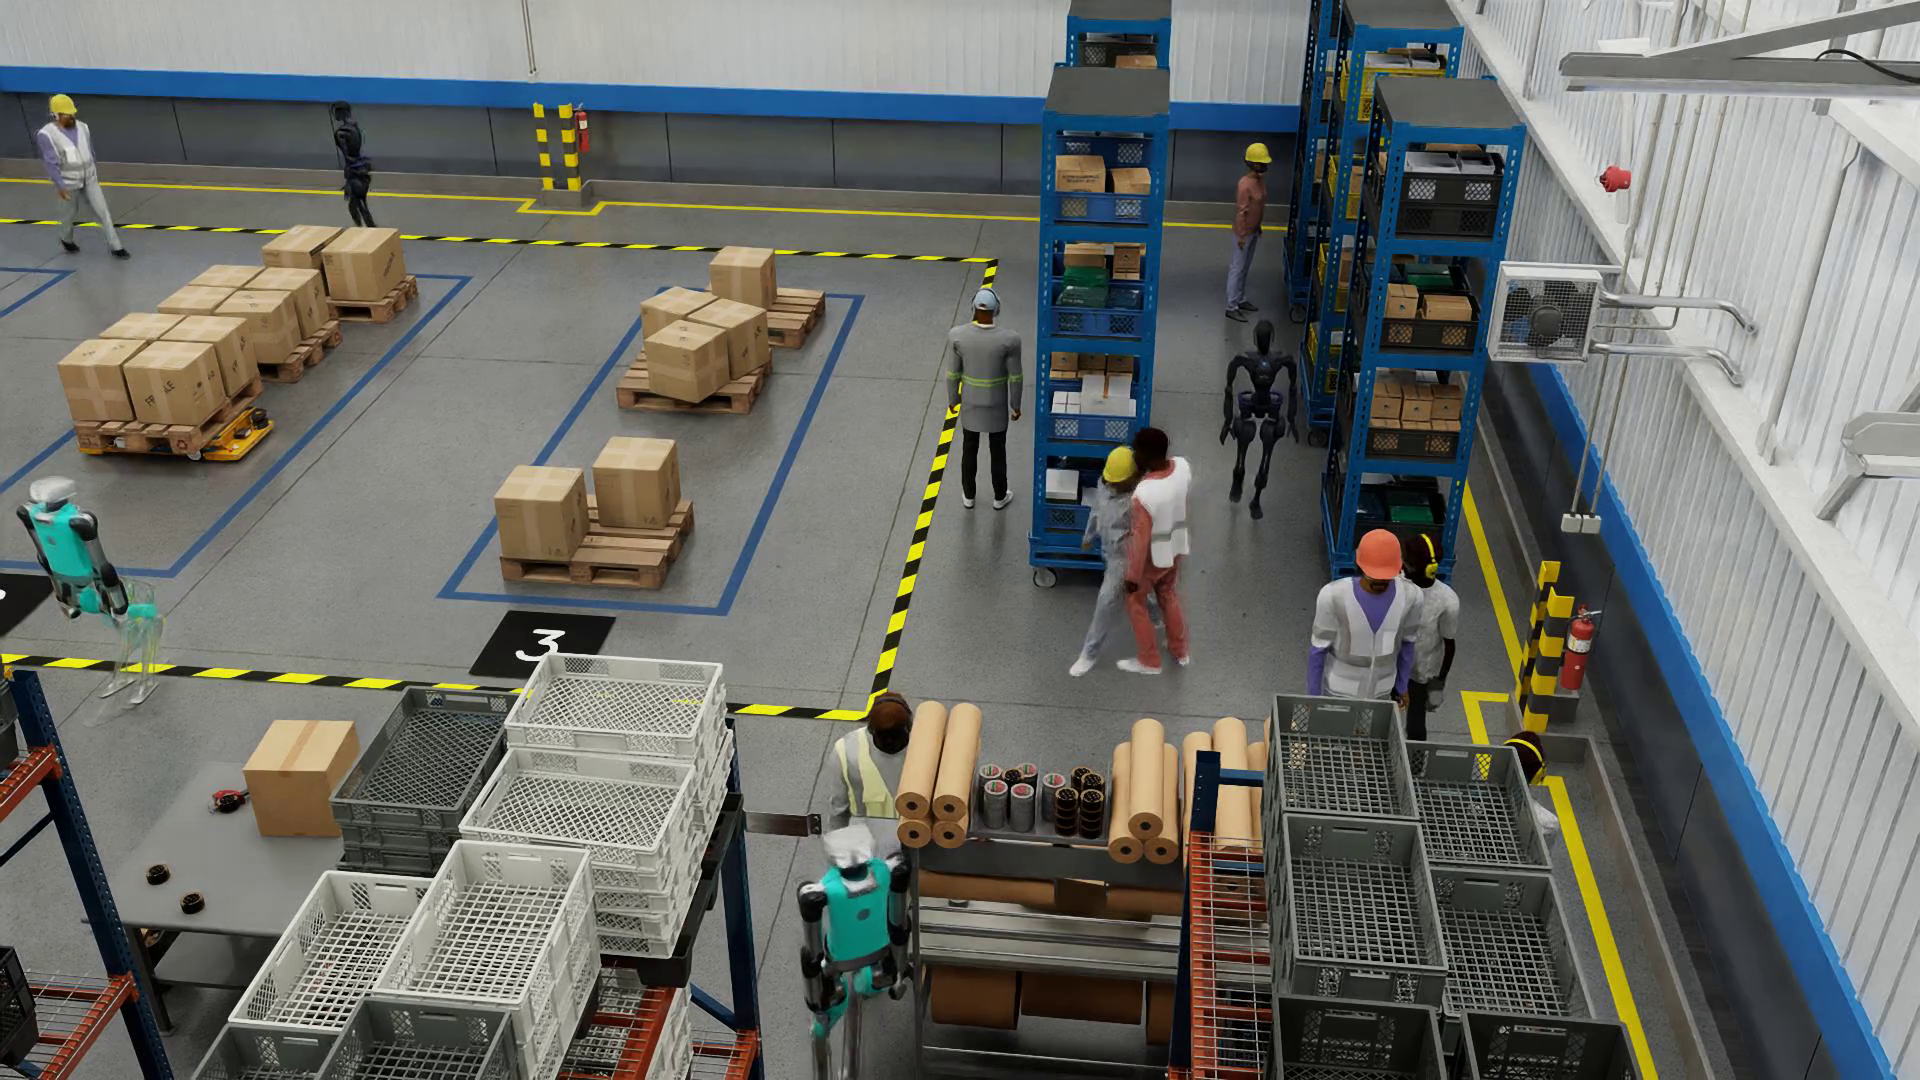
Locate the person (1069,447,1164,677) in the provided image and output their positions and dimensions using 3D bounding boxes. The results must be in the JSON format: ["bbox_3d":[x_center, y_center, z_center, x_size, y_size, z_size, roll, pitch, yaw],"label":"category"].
[{"bbox_3d":[1.105,0.065,11.142,0.843,1.685,0.560,-16,34,-26],"label":"person"}]

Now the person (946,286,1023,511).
[{"bbox_3d":[0.200,-1.108,13.003,0.596,1.850,0.396,5,31,8],"label":"person"}]

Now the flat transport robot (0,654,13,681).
[{"bbox_3d":[-7.142,0.969,11.010,1.431,0.231,0.659,3,30,6],"label":"flat transport robot"}]

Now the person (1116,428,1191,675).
[{"bbox_3d":[1.309,0.082,10.937,0.394,1.859,0.726,23,37,34],"label":"person"}]

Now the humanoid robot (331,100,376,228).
[{"bbox_3d":[-6.574,-3.942,18.053,0.449,1.644,0.611,-2,30,-4],"label":"humanoid robot"}]

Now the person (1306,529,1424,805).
[{"bbox_3d":[2.285,0.829,9.488,0.613,2.040,0.391,-2,30,-4],"label":"person"}]

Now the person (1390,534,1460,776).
[{"bbox_3d":[2.630,0.777,9.762,0.329,1.857,0.507,-21,36,-31],"label":"person"}]

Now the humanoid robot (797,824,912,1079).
[{"bbox_3d":[-0.555,1.994,7.846,0.530,1.838,0.694,-14,33,-22],"label":"humanoid robot"}]

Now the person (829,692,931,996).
[{"bbox_3d":[-0.341,1.543,8.461,0.632,1.839,0.429,-3,30,-6],"label":"person"}]

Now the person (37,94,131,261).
[{"bbox_3d":[-9.523,-3.900,17.859,0.904,1.793,0.594,18,35,28],"label":"person"}]

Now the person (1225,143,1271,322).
[{"bbox_3d":[2.856,-3.050,16.422,0.312,1.769,0.523,16,34,25],"label":"person"}]

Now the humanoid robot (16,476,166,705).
[{"bbox_3d":[-5.439,0.252,10.646,0.533,1.677,0.735,9,31,16],"label":"humanoid robot"}]

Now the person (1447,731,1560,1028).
[{"bbox_3d":[2.628,1.713,8.135,0.508,1.876,0.328,21,36,31],"label":"person"}]

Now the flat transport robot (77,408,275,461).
[{"bbox_3d":[-6.728,-0.944,14.268,1.431,0.197,0.652,3,30,6],"label":"flat transport robot"}]

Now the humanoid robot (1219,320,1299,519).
[{"bbox_3d":[2.339,-0.963,12.935,0.612,1.643,0.406,2,30,4],"label":"humanoid robot"}]
